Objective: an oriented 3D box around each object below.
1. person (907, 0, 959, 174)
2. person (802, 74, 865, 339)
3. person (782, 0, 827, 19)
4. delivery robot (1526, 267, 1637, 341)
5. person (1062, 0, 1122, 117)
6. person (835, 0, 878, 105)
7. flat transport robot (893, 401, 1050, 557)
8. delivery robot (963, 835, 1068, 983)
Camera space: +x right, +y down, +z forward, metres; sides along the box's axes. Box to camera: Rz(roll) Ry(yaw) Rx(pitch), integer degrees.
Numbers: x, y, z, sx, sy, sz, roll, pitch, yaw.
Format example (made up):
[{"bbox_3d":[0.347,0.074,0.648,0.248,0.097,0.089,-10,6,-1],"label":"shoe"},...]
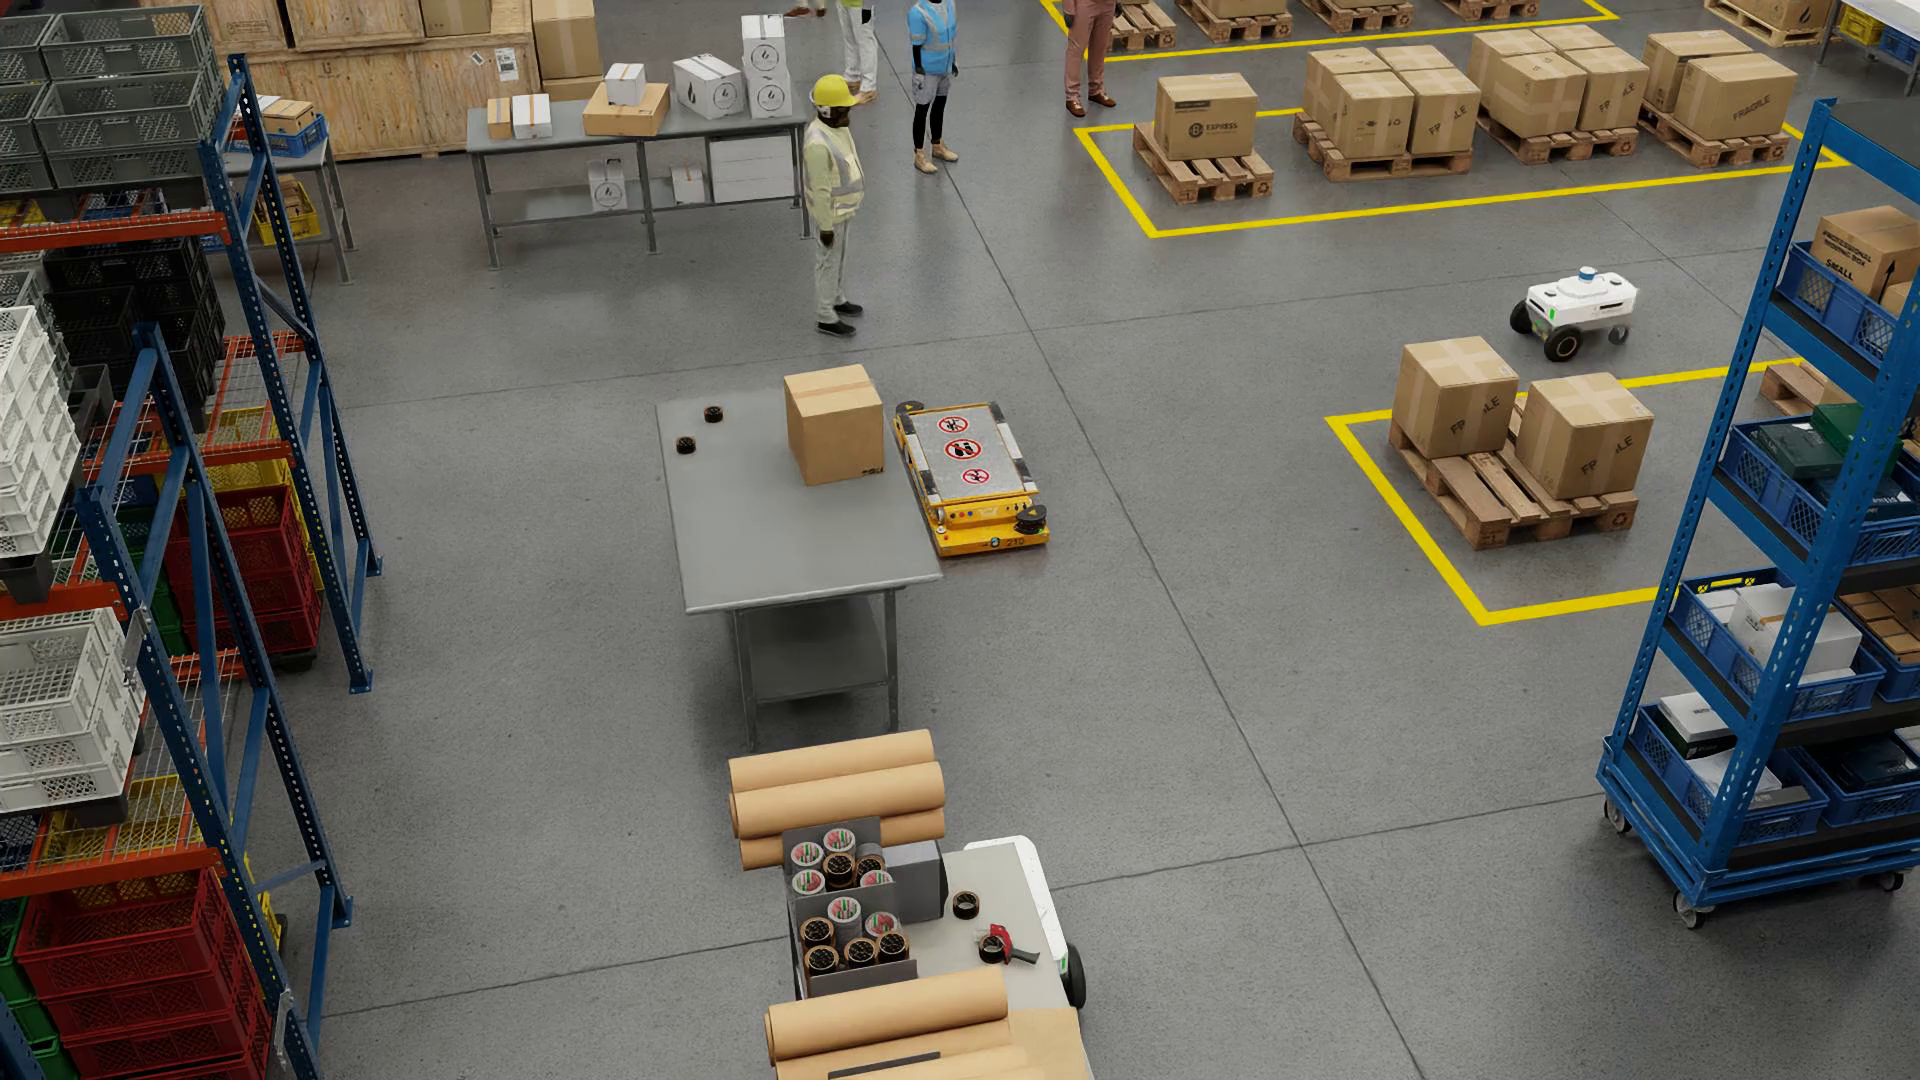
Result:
[{"bbox_3d":[-0.206,-3.848,13.514,0.320,1.698,0.531,25,43,29],"label":"person"},{"bbox_3d":[-0.846,-2.270,11.283,0.404,1.830,0.600,5,37,7],"label":"person"},{"bbox_3d":[-1.473,-6.069,16.400,0.663,1.831,0.367,-15,39,-19],"label":"person"},{"bbox_3d":[4.261,-1.639,11.417,0.707,0.478,0.477,-11,38,-14],"label":"delivery robot"},{"bbox_3d":[1.162,-4.666,14.442,0.647,1.908,0.409,-24,43,-29],"label":"person"},{"bbox_3d":[-0.942,-4.779,14.653,0.429,1.838,0.621,-20,41,-24],"label":"person"},{"bbox_3d":[0.046,-0.430,10.108,0.652,0.197,1.431,-8,37,-10],"label":"flat transport robot"},{"bbox_3d":[0.221,1.590,7.082,0.477,0.478,0.707,-7,37,-9],"label":"delivery robot"}]
